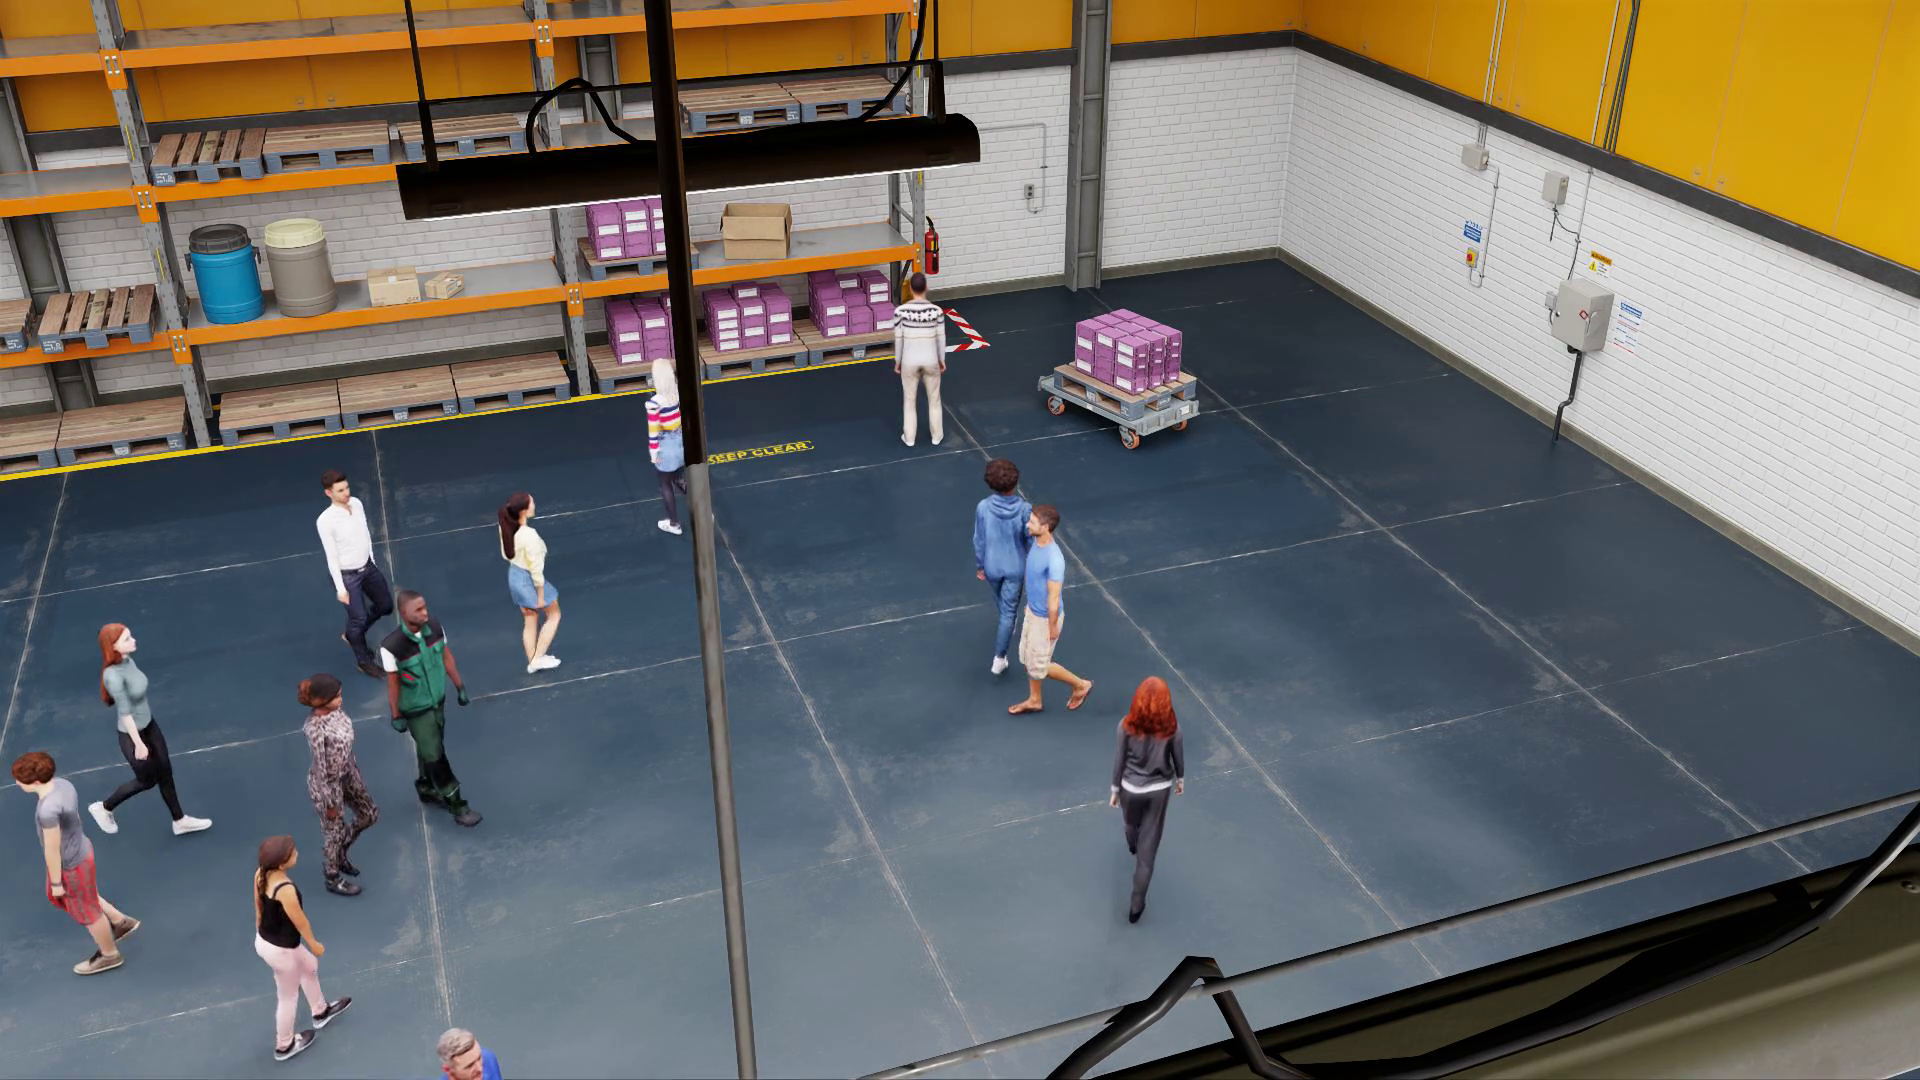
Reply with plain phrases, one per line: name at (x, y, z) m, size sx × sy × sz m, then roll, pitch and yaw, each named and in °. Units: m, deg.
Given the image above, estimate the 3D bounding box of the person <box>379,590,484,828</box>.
person at (-3.857, 1.143, 11.763) m, size 1.087 × 1.820 × 1.033 m, roll 13°, pitch 31°, yaw 23°

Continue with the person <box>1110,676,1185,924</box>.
person at (1.196, 1.718, 10.798) m, size 1.137 × 1.733 × 1.048 m, roll 5°, pitch 29°, yaw 9°

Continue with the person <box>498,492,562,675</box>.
person at (-3.535, 0.385, 13.359) m, size 0.743 × 1.621 × 0.764 m, roll 21°, pitch 35°, yaw 33°

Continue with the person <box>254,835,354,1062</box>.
person at (-4.026, 2.414, 9.731) m, size 0.744 × 1.533 × 0.873 m, roll 22°, pitch 36°, yaw 35°

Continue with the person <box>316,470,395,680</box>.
person at (-4.944, 0.244, 13.377) m, size 0.894 × 1.852 × 0.835 m, roll 13°, pitch 31°, yaw 22°

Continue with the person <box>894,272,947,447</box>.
person at (-0.416, -1.864, 17.233) m, size 0.586 × 1.859 × 0.801 m, roll -3°, pitch 29°, yaw -5°

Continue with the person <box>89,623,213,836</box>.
person at (-5.738, 1.359, 11.463) m, size 1.026 × 1.728 × 0.698 m, roll -5°, pitch 29°, yaw -10°

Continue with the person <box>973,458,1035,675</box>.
person at (0.353, 0.251, 13.465) m, size 1.247 × 1.755 × 1.190 m, roll 7°, pitch 29°, yaw 13°

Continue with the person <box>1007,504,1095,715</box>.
person at (0.716, 0.552, 12.816) m, size 0.929 × 1.848 × 0.713 m, roll -5°, pitch 29°, yaw -10°

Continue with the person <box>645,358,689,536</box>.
person at (-2.618, -0.835, 15.414) m, size 0.940 × 1.795 × 0.910 m, roll 21°, pitch 35°, yaw 33°

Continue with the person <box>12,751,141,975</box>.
person at (-5.451, 1.997, 10.387) m, size 0.679 × 1.638 × 0.593 m, roll -11°, pitch 30°, yaw -19°

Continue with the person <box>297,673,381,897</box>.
person at (-4.211, 1.609, 11.032) m, size 0.799 × 1.700 × 0.793 m, roll 5°, pitch 29°, yaw 9°
